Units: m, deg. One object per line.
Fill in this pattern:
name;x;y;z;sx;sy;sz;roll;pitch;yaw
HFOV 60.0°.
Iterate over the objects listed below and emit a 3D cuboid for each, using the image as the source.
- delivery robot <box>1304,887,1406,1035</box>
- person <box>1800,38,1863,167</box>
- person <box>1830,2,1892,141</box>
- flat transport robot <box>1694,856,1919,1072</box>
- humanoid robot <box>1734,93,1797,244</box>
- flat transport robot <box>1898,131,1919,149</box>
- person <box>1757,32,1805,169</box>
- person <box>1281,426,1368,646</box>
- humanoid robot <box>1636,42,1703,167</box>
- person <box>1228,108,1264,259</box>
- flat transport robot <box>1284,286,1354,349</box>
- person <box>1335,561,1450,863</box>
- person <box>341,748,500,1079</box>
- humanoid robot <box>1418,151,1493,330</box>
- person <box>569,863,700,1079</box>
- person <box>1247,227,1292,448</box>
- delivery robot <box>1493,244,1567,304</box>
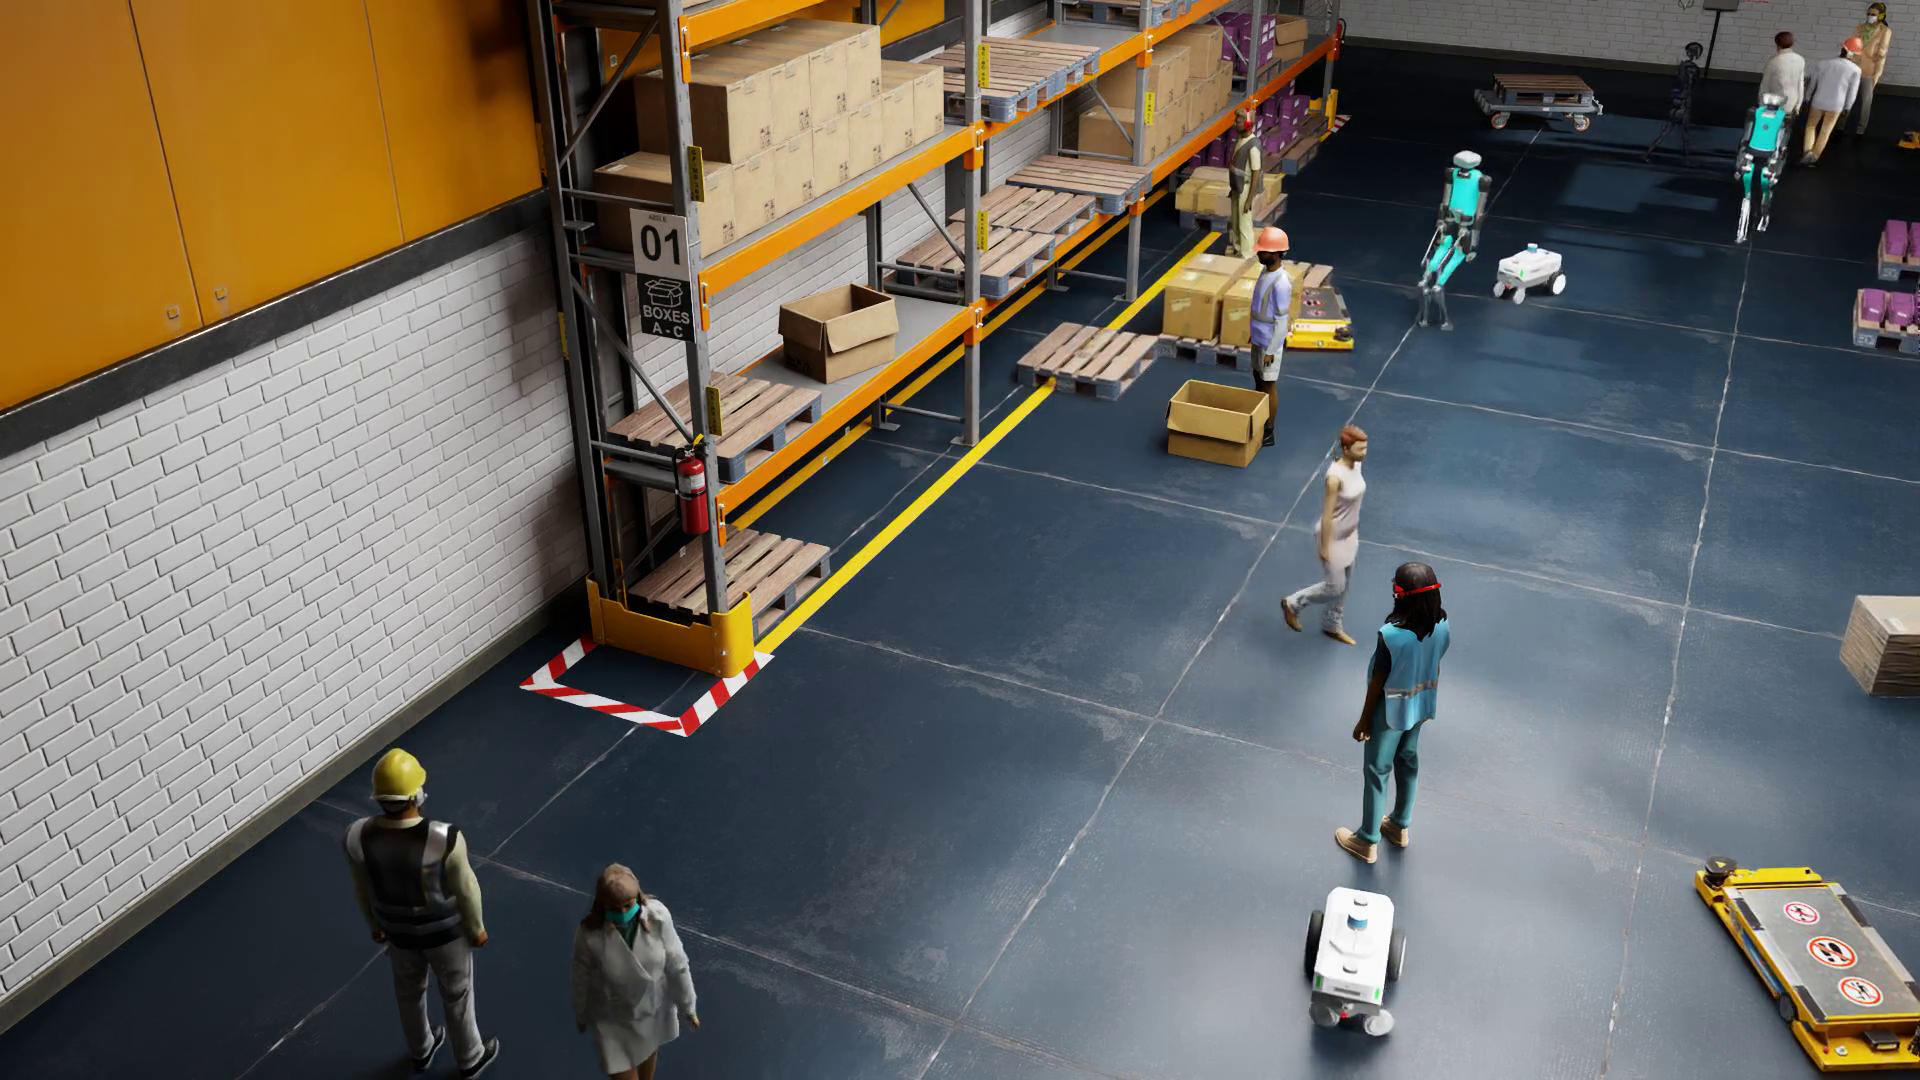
delivery robot;2.021;2.123;8.510;0.519;0.613;0.785;9;30;16
person;11.403;-5.731;21.826;0.606;1.717;0.476;21;35;34
person;12.581;-6.524;23.151;0.389;1.869;0.550;-20;34;-32
flat transport robot;4.478;2.180;8.686;0.659;0.231;1.431;-1;28;-3
humanoid robot;9.320;-4.320;19.241;0.552;1.805;0.899;21;35;34
flat transport robot;13.725;-5.412;22.763;1.431;0.231;0.659;22;35;35
person;10.653;-5.689;21.677;0.515;1.794;0.640;-4;29;-7
person;2.547;-0.032;11.341;0.436;1.646;0.438;21;35;33
humanoid robot;9.496;-5.743;21.969;0.797;1.646;0.585;6;29;10
person;3.089;-3.770;18.057;0.375;1.844;0.566;-5;29;-8
flat transport robot;3.599;-2.295;16.983;0.659;0.231;1.431;2;28;4
person;2.435;0.966;9.266;0.503;1.862;0.395;-16;32;-28
person;-2.512;1.776;7.800;0.595;1.824;0.404;4;29;8
humanoid robot;4.848;-2.953;16.658;0.748;1.786;0.543;-19;34;-32
person;-1.406;2.130;7.329;0.500;1.624;0.790;-16;32;-27
person;2.593;-1.723;14.167;0.351;1.938;0.544;-4;29;-7
delivery robot;6.067;-2.868;17.728;0.774;0.579;0.499;-19;34;-31
